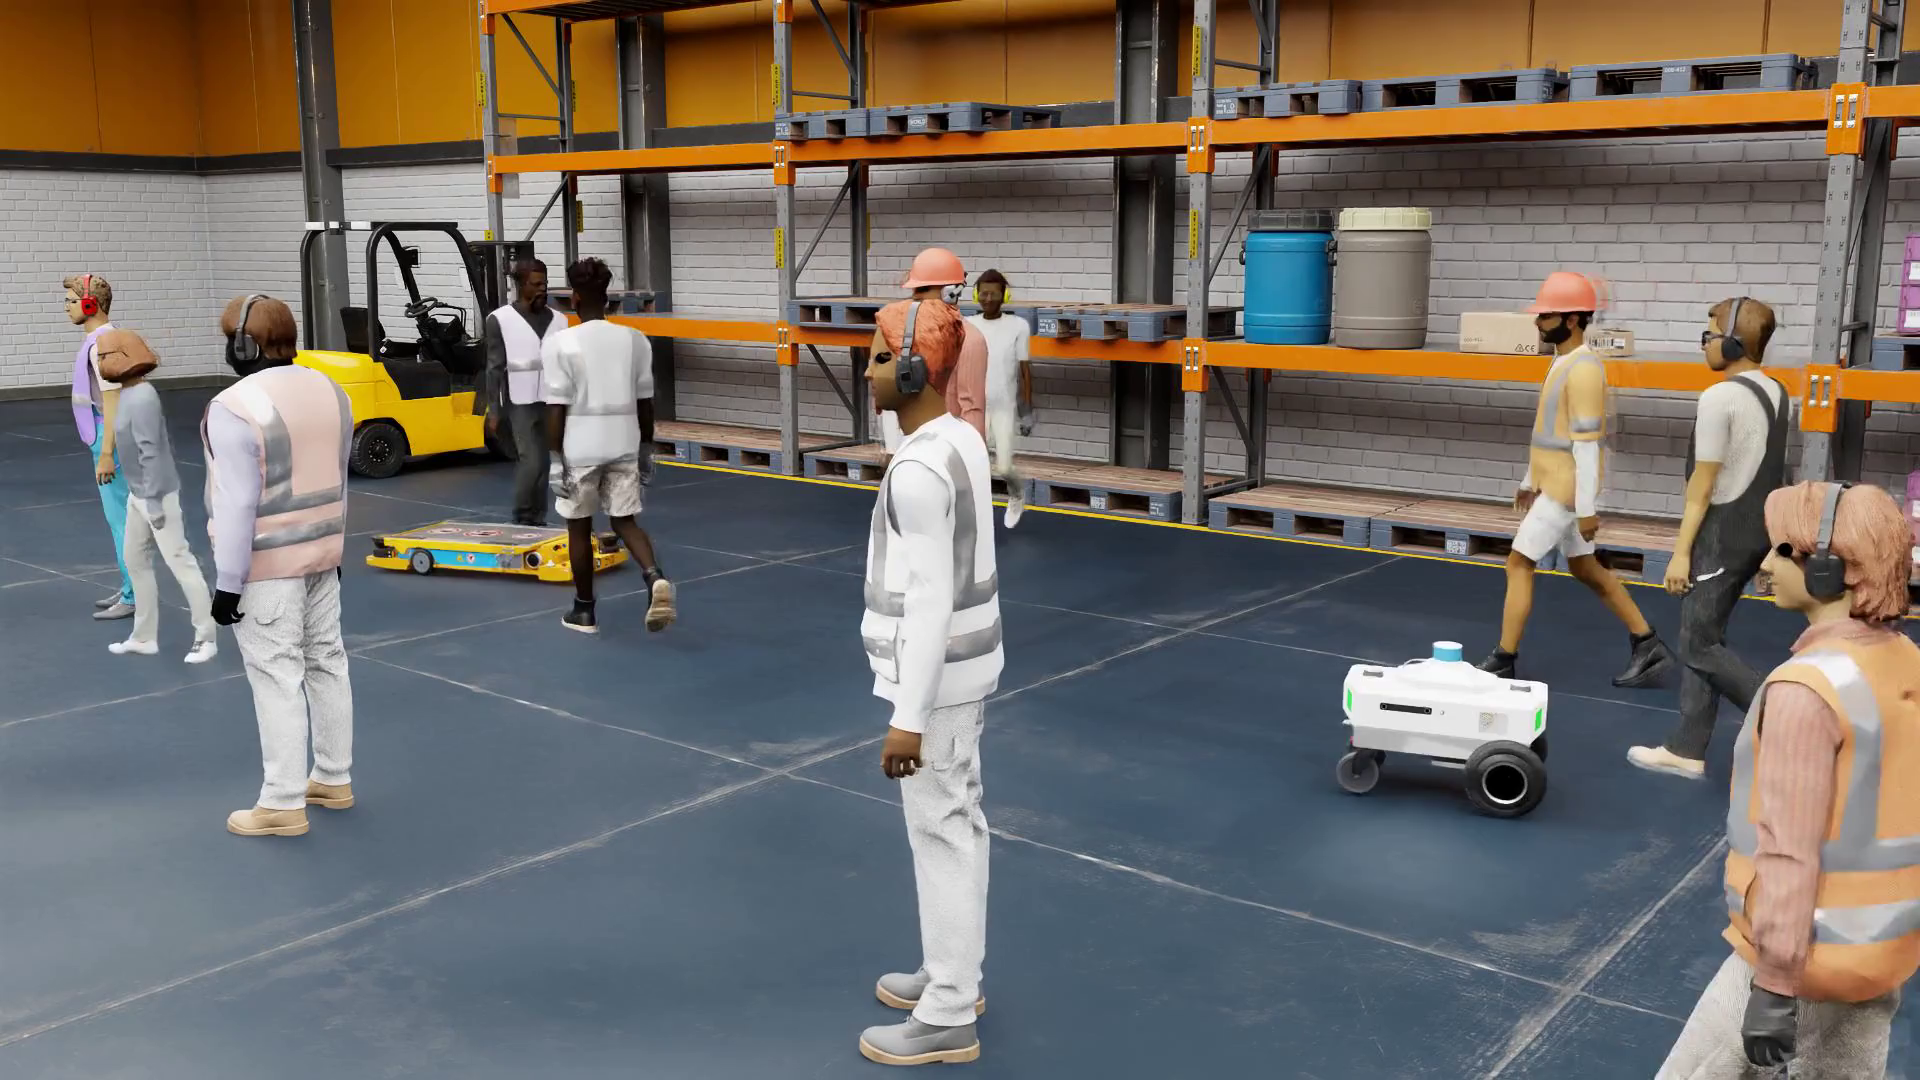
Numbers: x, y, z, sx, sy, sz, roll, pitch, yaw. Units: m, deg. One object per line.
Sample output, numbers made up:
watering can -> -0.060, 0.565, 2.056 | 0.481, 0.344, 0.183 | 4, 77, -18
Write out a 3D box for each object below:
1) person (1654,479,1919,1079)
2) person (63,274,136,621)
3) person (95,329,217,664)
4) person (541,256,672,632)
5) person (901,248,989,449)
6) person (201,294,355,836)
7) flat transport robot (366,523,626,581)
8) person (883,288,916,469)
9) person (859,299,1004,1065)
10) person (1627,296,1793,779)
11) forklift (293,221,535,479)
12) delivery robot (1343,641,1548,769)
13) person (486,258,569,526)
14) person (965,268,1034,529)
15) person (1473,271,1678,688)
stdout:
person -> 1.441, 0.704, 2.859 | 0.543, 1.623, 0.377 | -9, 14, -42
person -> -4.535, -0.497, 8.927 | 0.373, 1.843, 0.571 | -4, 11, -23
person -> -3.879, -0.206, 7.999 | 0.475, 1.603, 0.543 | -6, 12, -32
person -> -1.794, -0.454, 8.431 | 0.608, 1.946, 0.755 | -8, 13, -39
person -> -0.079, -0.390, 7.951 | 0.408, 1.986, 0.617 | -5, 11, -26
person -> -2.339, 0.088, 5.698 | 0.429, 1.844, 0.624 | 3, 11, 15
flat transport robot -> -2.850, 0.055, 10.230 | 1.431, 0.197, 0.652 | 3, 11, 18
person -> -0.161, -0.531, 9.037 | 0.414, 1.871, 0.604 | 7, 12, 34
person -> -0.077, 0.356, 4.099 | 0.359, 1.882, 0.575 | 2, 10, 9
person -> 2.847, 0.037, 6.031 | 0.534, 1.829, 0.710 | -8, 13, -39
forklift -> -4.922, -1.741, 14.854 | 1.214, 2.155, 2.313 | 8, 13, 38
delivery robot -> 1.763, 0.614, 6.066 | 0.707, 0.478, 0.477 | 3, 10, 19
person -> -2.741, -0.848, 10.700 | 0.459, 1.903, 0.628 | 8, 13, 38
person -> 0.247, -0.881, 11.076 | 0.503, 1.850, 0.586 | 3, 11, 18
person -> 2.773, -0.251, 7.439 | 0.965, 1.899, 0.549 | 3, 11, 16
